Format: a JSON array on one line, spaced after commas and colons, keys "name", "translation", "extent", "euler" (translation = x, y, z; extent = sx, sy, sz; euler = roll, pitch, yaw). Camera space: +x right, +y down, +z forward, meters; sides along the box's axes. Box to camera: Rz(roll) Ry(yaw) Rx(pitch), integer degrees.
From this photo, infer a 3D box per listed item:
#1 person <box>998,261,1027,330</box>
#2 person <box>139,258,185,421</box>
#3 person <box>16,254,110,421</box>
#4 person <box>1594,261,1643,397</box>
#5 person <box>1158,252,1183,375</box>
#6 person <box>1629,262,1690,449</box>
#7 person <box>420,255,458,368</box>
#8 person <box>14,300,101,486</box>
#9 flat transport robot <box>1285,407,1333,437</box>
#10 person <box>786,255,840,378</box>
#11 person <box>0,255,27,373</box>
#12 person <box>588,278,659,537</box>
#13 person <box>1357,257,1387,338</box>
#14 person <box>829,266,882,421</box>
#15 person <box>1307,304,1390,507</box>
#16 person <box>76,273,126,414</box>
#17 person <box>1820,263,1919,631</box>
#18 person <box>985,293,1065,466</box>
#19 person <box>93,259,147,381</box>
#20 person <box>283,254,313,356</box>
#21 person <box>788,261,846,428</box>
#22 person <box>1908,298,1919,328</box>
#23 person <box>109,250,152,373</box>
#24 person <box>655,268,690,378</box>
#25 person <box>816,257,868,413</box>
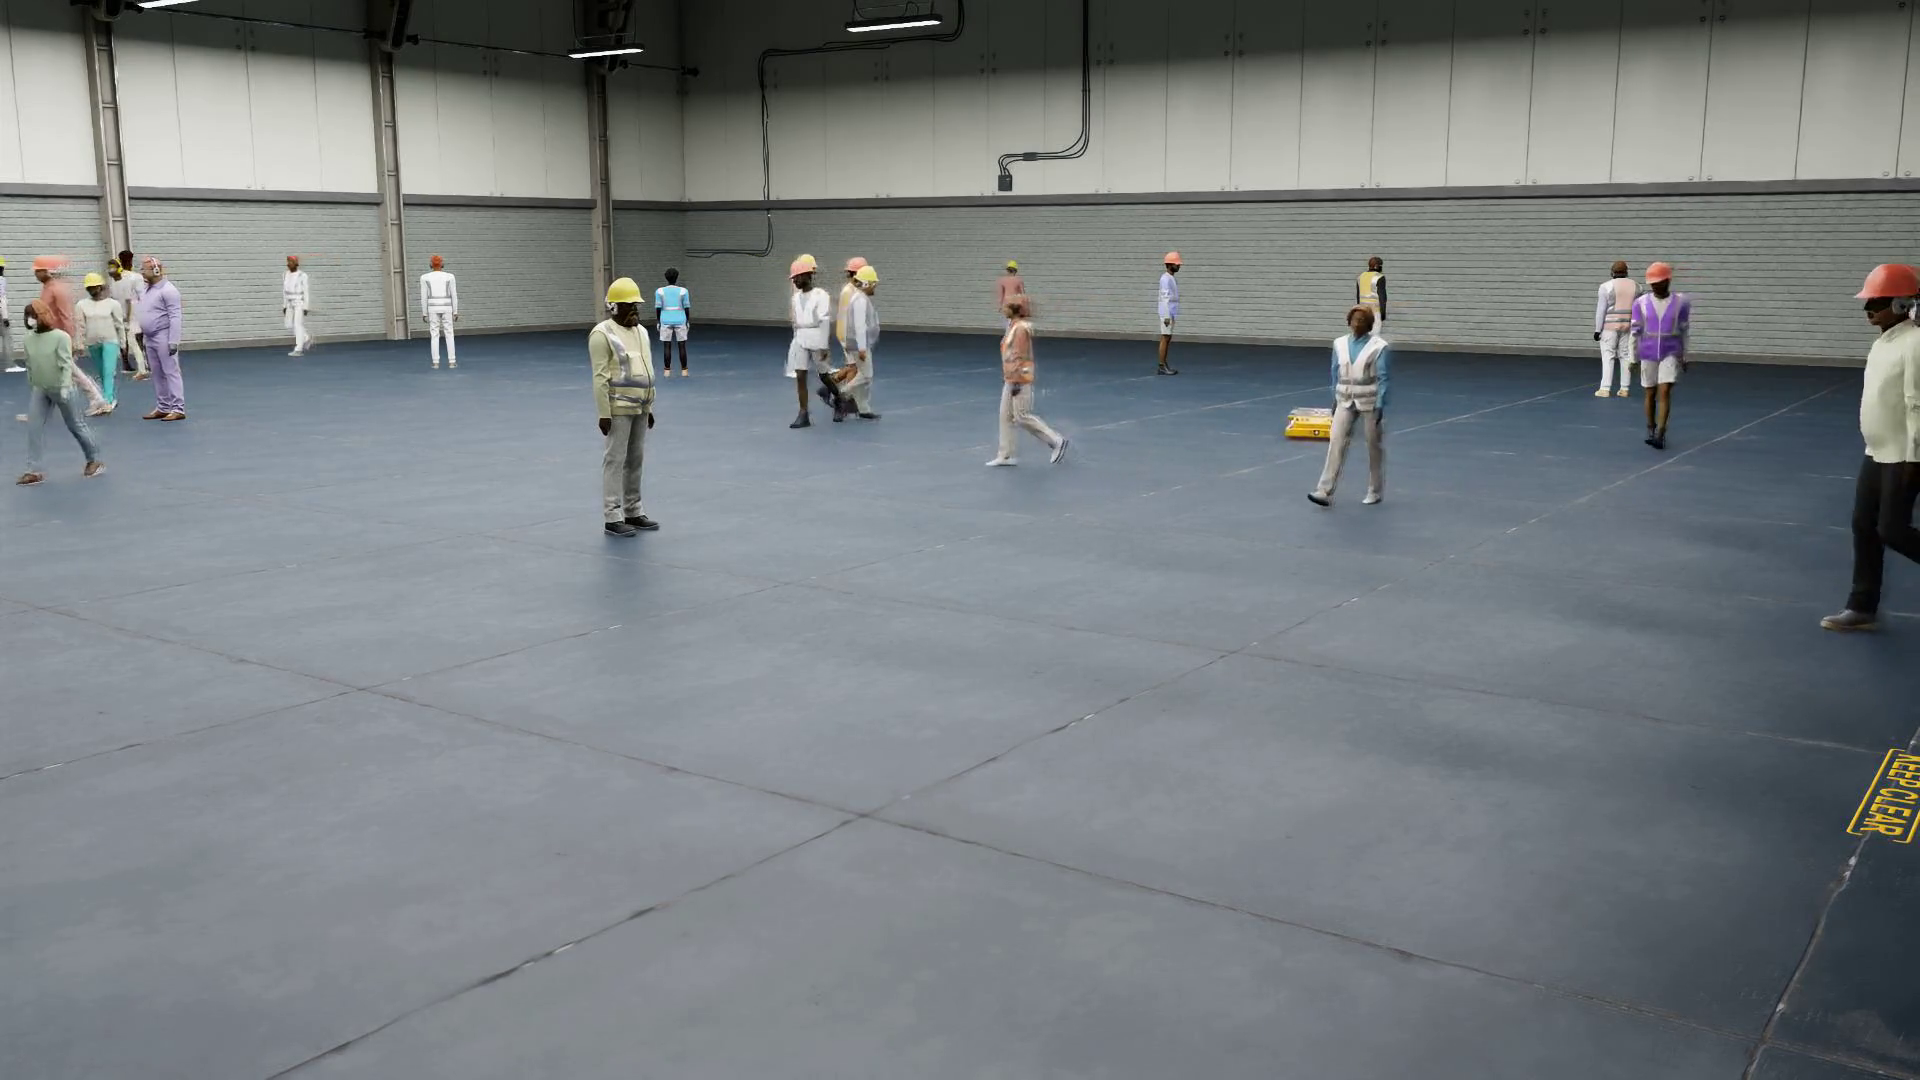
[{"name": "person", "translation": [1.050, -4.693, 33.178], "extent": [0.539, 1.708, 0.935], "euler": [4, 11, 21]}, {"name": "person", "translation": [-9.408, -2.349, 19.526], "extent": [0.644, 1.907, 0.399], "euler": [7, 12, 35]}, {"name": "person", "translation": [-10.661, -2.397, 19.677], "extent": [1.028, 1.951, 0.631], "euler": [-9, 13, -40]}, {"name": "person", "translation": [8.889, -2.853, 22.536], "extent": [0.634, 1.839, 0.429], "euler": [-1, 10, -7]}, {"name": "person", "translation": [3.327, -3.575, 26.299], "extent": [0.376, 1.936, 0.549], "euler": [3, 10, 15]}, {"name": "person", "translation": [7.111, -1.873, 16.915], "extent": [0.575, 1.873, 0.992], "euler": [5, 11, 27]}, {"name": "person", "translation": [-8.657, -3.797, 27.691], "extent": [0.572, 1.886, 0.356], "euler": [-3, 11, -17]}, {"name": "person", "translation": [-7.933, -1.306, 14.571], "extent": [0.512, 1.590, 0.858], "euler": [2, 10, 9]}, {"name": "flat transport robot", "translation": [3.942, -1.295, 18.195], "extent": [0.652, 0.197, 1.431], "euler": [3, 10, 15]}, {"name": "person", "translation": [-2.283, -3.432, 25.620], "extent": [0.910, 1.885, 0.619], "euler": [0, 10, 2]}, {"name": "person", "translation": [-15.464, -3.616, 26.673], "extent": [0.635, 1.898, 0.523], "euler": [5, 11, 27]}, {"name": "person", "translation": [-2.380, -0.950, 11.891], "extent": [0.404, 1.830, 0.601], "euler": [4, 11, 24]}, {"name": "person", "translation": [7.114, -3.945, 28.652], "extent": [0.429, 1.839, 0.634], "euler": [-6, 12, -29]}, {"name": "person", "translation": [-1.197, -2.282, 19.389], "extent": [0.562, 1.818, 0.629], "euler": [-1, 10, -5]}, {"name": "person", "translation": [3.102, -1.038, 13.053], "extent": [0.529, 1.591, 0.864], "euler": [8, 13, 40]}, {"name": "person", "translation": [-10.609, -2.434, 20.557], "extent": [0.527, 1.714, 0.940], "euler": [-1, 10, -8]}, {"name": "person", "translation": [5.011, -0.463, 8.753], "extent": [0.696, 1.979, 0.638], "euler": [1, 10, 5]}, {"name": "person", "translation": [0.603, -1.476, 15.417], "extent": [0.655, 1.622, 0.516], "euler": [-2, 10, -11]}, {"name": "person", "translation": [-12.692, -3.292, 25.031], "extent": [0.532, 1.831, 0.871], "euler": [6, 12, 31]}, {"name": "person", "translation": [-12.250, -4.337, 30.754], "extent": [0.603, 1.871, 0.540], "euler": [5, 11, 27]}, {"name": "person", "translation": [-1.650, -2.239, 19.001], "extent": [0.585, 1.889, 0.927], "euler": [7, 12, 32]}, {"name": "person", "translation": [10.579, -2.084, 18.236], "extent": [0.508, 1.835, 0.529], "euler": [-8, 13, -37]}, {"name": "person", "translation": [-13.269, -3.644, 26.620], "extent": [0.613, 1.959, 0.361], "euler": [2, 10, 11]}, {"name": "person", "translation": [-4.434, -3.347, 25.702], "extent": [0.537, 1.695, 0.321], "euler": [-2, 10, -10]}, {"name": "person", "translation": [-1.386, -2.495, 20.325], "extent": [0.638, 1.909, 0.591], "euler": [0, 10, -1]}]
